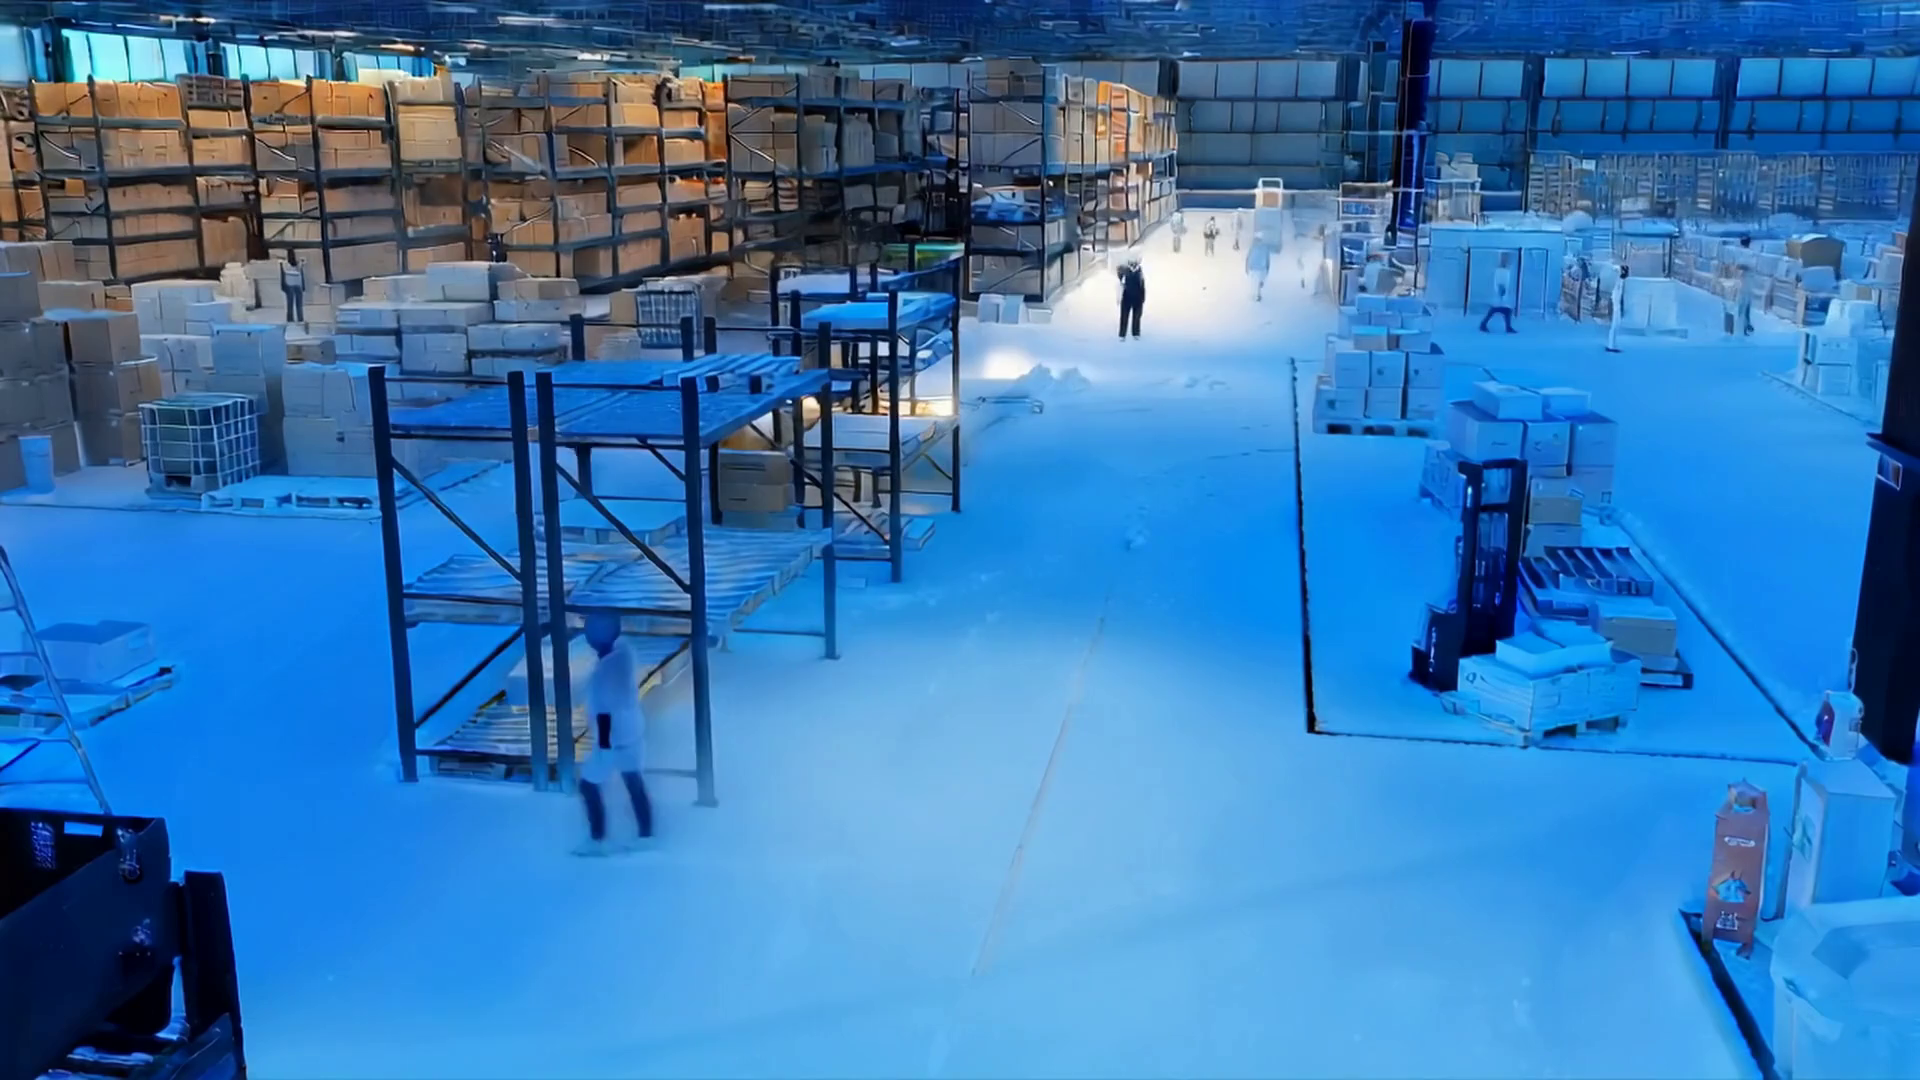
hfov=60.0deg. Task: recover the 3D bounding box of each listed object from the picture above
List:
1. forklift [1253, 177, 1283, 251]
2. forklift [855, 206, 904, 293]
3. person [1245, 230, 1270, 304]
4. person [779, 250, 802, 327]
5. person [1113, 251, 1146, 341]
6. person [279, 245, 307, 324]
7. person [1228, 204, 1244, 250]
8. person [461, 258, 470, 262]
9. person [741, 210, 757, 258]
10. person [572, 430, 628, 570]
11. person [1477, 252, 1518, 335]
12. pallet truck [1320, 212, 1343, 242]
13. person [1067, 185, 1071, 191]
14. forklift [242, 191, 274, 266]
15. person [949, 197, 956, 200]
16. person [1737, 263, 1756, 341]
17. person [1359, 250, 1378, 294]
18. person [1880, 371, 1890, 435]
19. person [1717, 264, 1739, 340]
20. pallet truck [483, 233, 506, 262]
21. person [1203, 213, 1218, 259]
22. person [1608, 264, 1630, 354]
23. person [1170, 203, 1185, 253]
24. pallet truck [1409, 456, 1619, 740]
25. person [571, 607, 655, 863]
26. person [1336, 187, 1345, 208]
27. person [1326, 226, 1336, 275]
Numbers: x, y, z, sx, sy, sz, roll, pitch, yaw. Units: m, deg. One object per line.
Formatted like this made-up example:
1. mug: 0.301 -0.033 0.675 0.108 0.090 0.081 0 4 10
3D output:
1. forklift: 12.083 -12.747 64.956 1.129 2.768 1.873 3 14 10
2. forklift: -2.041 -6.711 40.449 1.129 2.768 1.873 3 14 10
3. person: 8.065 -7.399 45.124 0.634 1.972 0.428 1 14 6
4. person: -4.030 -5.958 39.558 0.594 1.836 0.981 2 14 7
5. person: 3.814 -5.454 37.076 0.807 2.000 0.533 -3 14 -13
6. person: -16.133 -6.166 40.242 0.592 1.911 0.385 -13 19 -42
7. person: 10.890 -12.372 65.700 0.600 1.783 0.930 2 14 8
8. person: -11.803 -5.962 39.979 0.523 1.618 0.546 -2 14 -8
9. person: -7.692 -11.065 60.296 0.490 1.824 0.650 1 14 4
10. person: -3.676 -0.269 16.366 0.997 1.873 0.591 1 14 4
11. person: 12.369 -5.657 38.156 0.791 1.917 0.613 12 18 40
12. pallet truck: 15.874 -13.227 70.310 0.680 1.201 1.601 10 17 35
13. person: 5.584 -17.660 87.104 0.654 1.806 0.881 1 14 4
14. forklift: -21.206 -9.221 50.642 1.129 2.768 1.873 -8 16 -29
15. person: -0.442 -18.967 92.266 0.586 1.878 0.954 0 14 -1
16. person: 17.479 -5.290 37.017 0.439 1.737 0.548 0 14 0
17. person: 10.196 -6.306 41.157 0.521 1.737 0.824 -13 19 -42
18. person: 13.838 -2.251 24.380 0.437 1.898 0.631 1 14 5
19. person: 17.250 -5.327 37.286 0.320 1.691 0.536 1 14 3
20. pallet truck: -11.832 -7.026 43.548 1.885 1.965 0.823 8 16 28
21. person: 9.194 -11.173 61.068 0.554 1.649 0.854 0 14 -2
22. person: 13.927 -4.874 35.071 0.328 1.872 0.513 1 14 5
23. person: 8.359 -12.005 63.952 0.547 1.911 0.831 2 14 7
24. pallet truck: 4.504 0.400 13.395 0.823 1.965 1.885 -6 15 -23
25. person: -2.277 1.245 10.634 0.639 1.676 0.544 3 14 11
26. person: 18.728 -16.477 82.095 0.905 1.920 0.615 12 18 39
27. person: 12.178 -9.442 54.179 0.520 1.603 0.819 10 17 35
